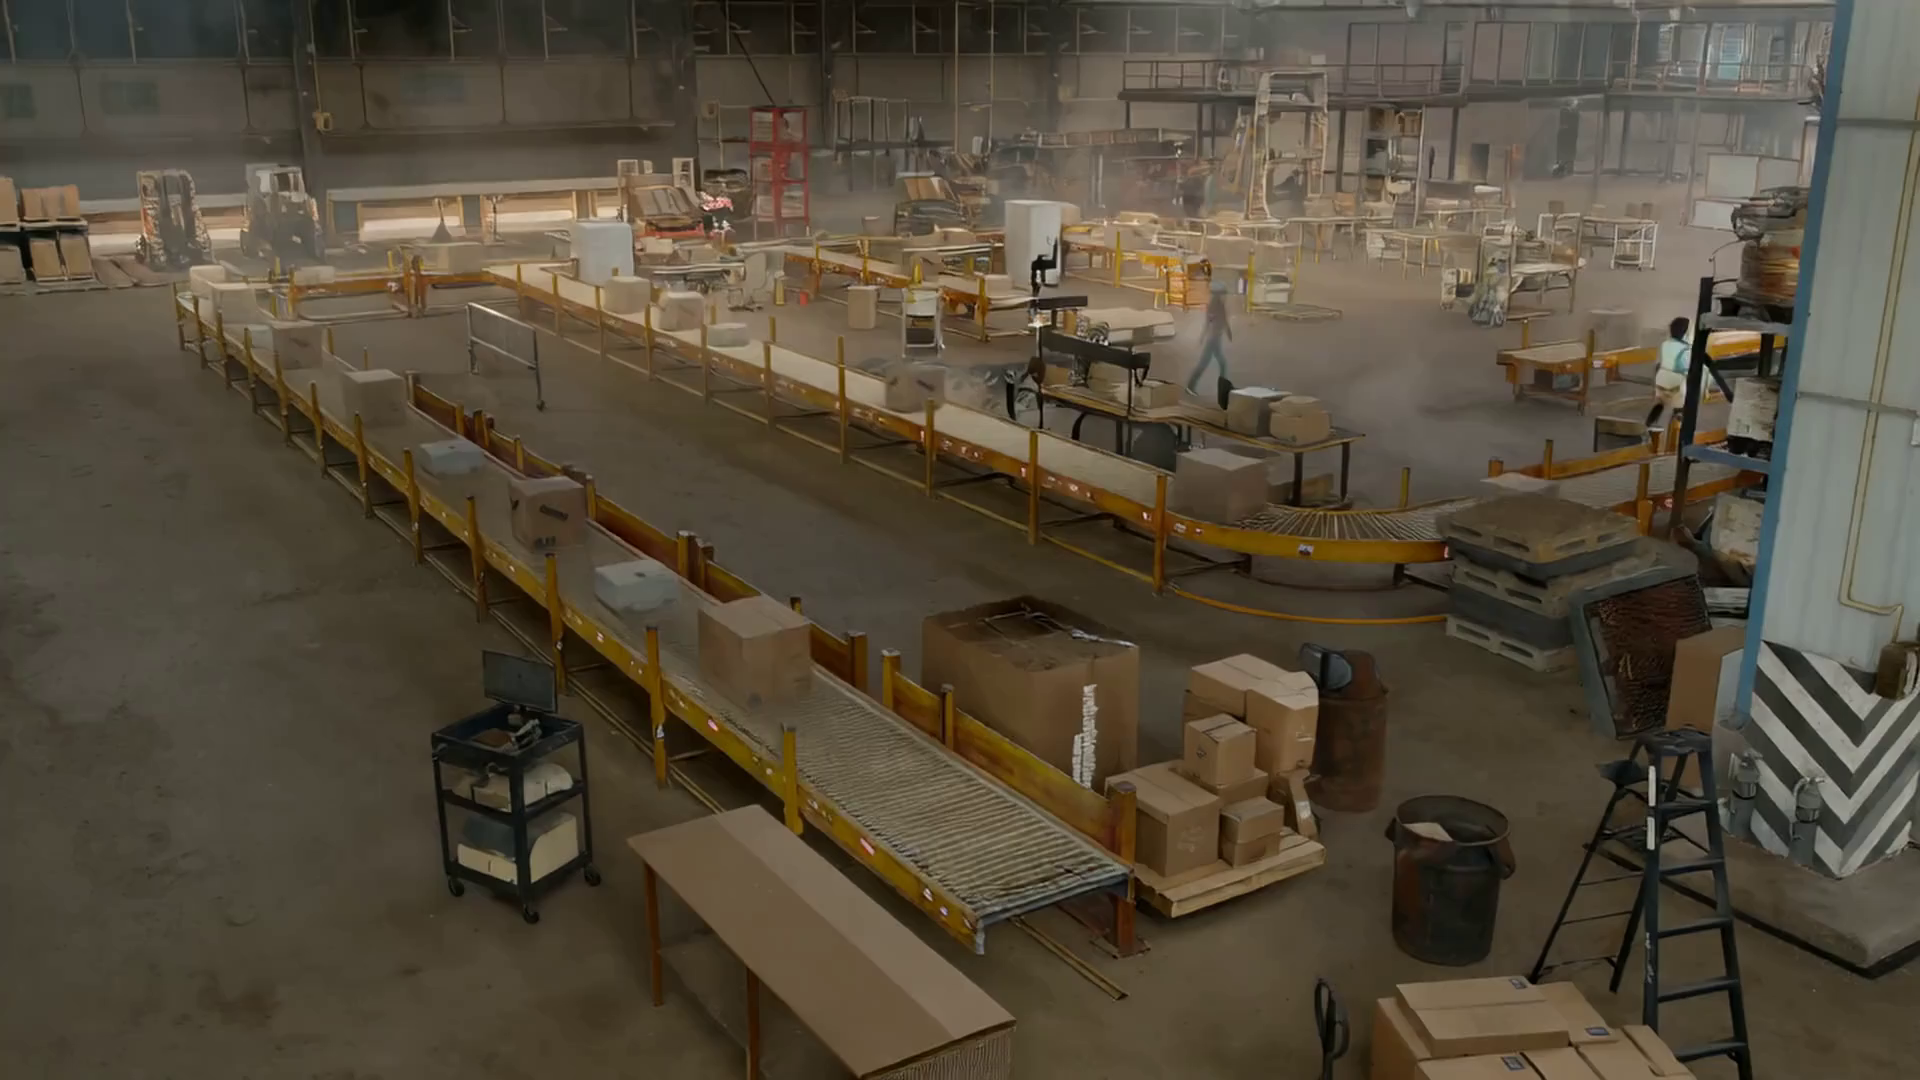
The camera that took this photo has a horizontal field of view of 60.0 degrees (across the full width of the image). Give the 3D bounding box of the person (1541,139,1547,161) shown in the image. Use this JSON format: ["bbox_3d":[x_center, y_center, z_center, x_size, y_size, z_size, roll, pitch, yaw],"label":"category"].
[{"bbox_3d":[24.505,-16.781,69.716,0.641,1.897,0.544,12,21,35],"label":"person"}]

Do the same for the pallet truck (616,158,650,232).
[{"bbox_3d":[-8.918,-9.176,44.255,0.823,1.965,1.885,-9,19,-27],"label":"pallet truck"}]

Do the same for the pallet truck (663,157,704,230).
[{"bbox_3d":[-7.586,-9.308,44.692,0.823,1.965,1.885,-11,20,-33],"label":"pallet truck"}]

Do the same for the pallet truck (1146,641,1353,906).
[{"bbox_3d":[1.664,1.407,10.232,1.630,1.274,0.653,-10,20,-31],"label":"pallet truck"}]

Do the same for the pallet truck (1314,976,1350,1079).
[{"bbox_3d":[2.299,2.390,7.086,1.601,1.201,0.680,-2,17,-7],"label":"pallet truck"}]

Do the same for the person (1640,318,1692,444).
[{"bbox_3d":[8.806,-1.934,20.717,0.718,1.675,0.538,-9,19,-29],"label":"person"}]

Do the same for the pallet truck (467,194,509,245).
[{"bbox_3d":[-11.983,-8.177,42.137,0.704,1.261,1.522,-11,20,-33],"label":"pallet truck"}]

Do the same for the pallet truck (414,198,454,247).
[{"bbox_3d":[-13.250,-8.060,41.856,0.680,1.201,1.601,-10,20,-31],"label":"pallet truck"}]

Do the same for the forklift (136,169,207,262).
[{"bbox_3d":[-17.842,-7.318,37.559,1.157,1.987,2.680,-10,20,-31],"label":"forklift"}]

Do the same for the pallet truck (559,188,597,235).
[{"bbox_3d":[-10.010,-8.652,43.699,0.653,1.274,1.630,-10,20,-31],"label":"pallet truck"}]

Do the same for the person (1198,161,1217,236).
[{"bbox_3d":[6.190,-8.595,42.290,0.870,2.008,0.611,3,17,9],"label":"person"}]

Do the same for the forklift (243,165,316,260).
[{"bbox_3d":[-15.898,-7.669,38.708,1.157,1.987,2.680,-11,20,-33],"label":"forklift"}]

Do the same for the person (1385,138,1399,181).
[{"bbox_3d":[14.733,-12.884,56.898,0.595,1.828,1.025,-11,20,-32],"label":"person"}]

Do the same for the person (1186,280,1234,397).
[{"bbox_3d":[3.624,-2.836,23.640,0.911,1.714,0.528,9,19,27],"label":"person"}]
